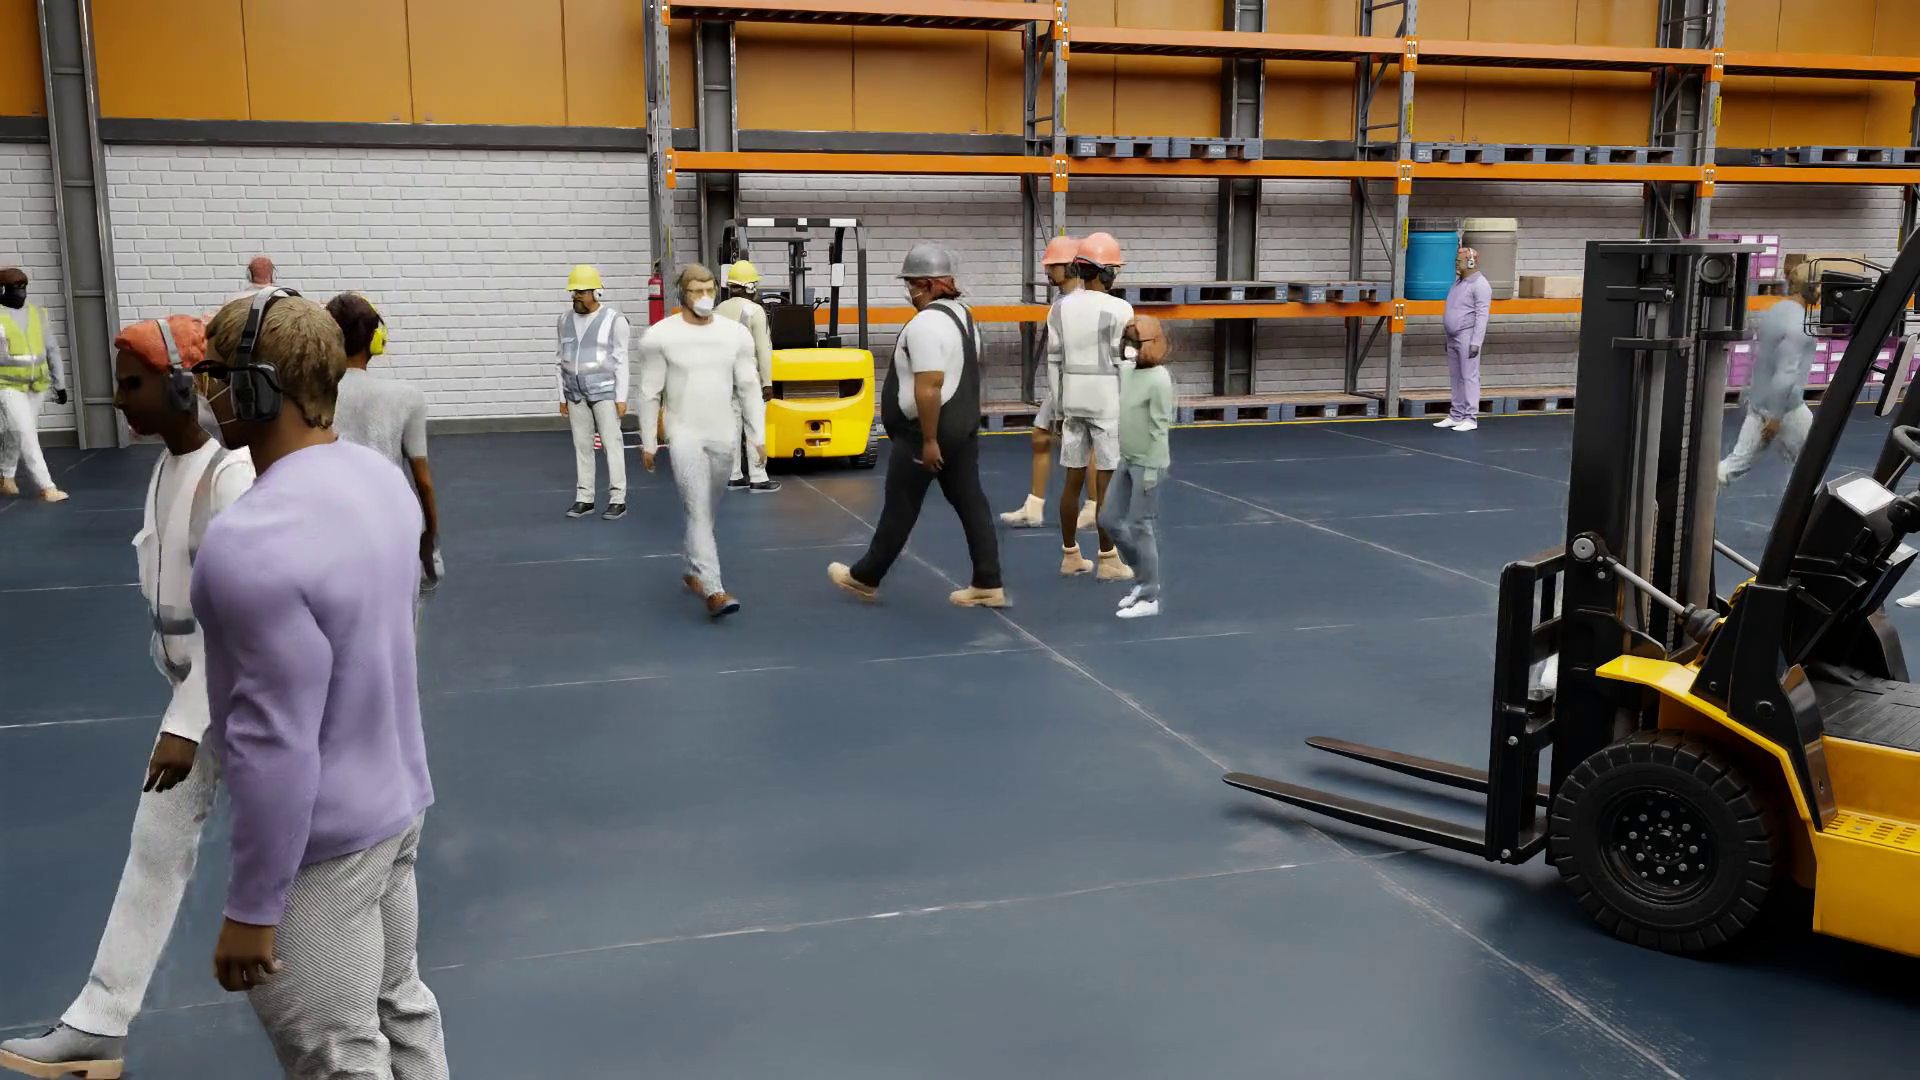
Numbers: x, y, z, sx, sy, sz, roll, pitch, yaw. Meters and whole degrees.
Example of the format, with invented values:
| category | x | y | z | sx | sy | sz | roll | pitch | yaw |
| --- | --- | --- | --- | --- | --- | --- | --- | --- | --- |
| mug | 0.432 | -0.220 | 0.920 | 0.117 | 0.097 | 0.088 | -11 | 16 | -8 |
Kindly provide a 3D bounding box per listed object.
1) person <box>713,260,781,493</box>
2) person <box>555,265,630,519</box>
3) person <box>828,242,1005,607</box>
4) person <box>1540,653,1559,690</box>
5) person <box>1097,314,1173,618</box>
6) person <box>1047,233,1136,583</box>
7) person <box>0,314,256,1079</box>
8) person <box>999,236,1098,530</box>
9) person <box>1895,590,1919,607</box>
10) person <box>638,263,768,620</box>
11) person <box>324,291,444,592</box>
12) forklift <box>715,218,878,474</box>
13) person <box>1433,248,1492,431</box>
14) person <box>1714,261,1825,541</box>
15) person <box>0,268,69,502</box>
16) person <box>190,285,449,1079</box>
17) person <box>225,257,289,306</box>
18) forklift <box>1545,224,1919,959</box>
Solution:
| category | x | y | z | sx | sy | sz | roll | pitch | yaw |
| --- | --- | --- | --- | --- | --- | --- | --- | --- | --- |
| person | -1.690 | -1.290 | 13.202 | 0.588 | 1.837 | 0.404 | 9 | 13 | 39 |
| person | -2.653 | -1.057 | 11.970 | 0.592 | 1.826 | 0.403 | 4 | 11 | 19 |
| person | -0.202 | -0.641 | 9.089 | 1.028 | 2.000 | 0.703 | 5 | 11 | 24 |
| person | 3.017 | -0.201 | 7.356 | 0.985 | 1.807 | 0.547 | -4 | 11 | -20 |
| person | 0.929 | -0.386 | 8.837 | 0.338 | 1.614 | 0.542 | -4 | 11 | -19 |
| person | 0.797 | -0.769 | 9.781 | 0.605 | 2.044 | 0.375 | 9 | 13 | 39 |
| person | -1.841 | 0.392 | 3.985 | 0.596 | 1.831 | 0.990 | 9 | 14 | 40 |
| person | 0.621 | -1.046 | 11.370 | 0.852 | 2.014 | 0.645 | -3 | 11 | -17 |
| person | 5.409 | -0.536 | 8.858 | 0.398 | 1.915 | 0.588 | -3 | 11 | -17 |
| person | -1.383 | -0.547 | 9.022 | 0.648 | 1.879 | 1.067 | -6 | 12 | -29 |
| person | -2.131 | 0.036 | 5.951 | 0.521 | 1.841 | 0.851 | -3 | 11 | -14 |
| forklift | -1.522 | -1.778 | 14.899 | 1.214 | 2.155 | 2.313 | -3 | 11 | -17 |
| person | 5.267 | -2.099 | 17.445 | 0.406 | 1.910 | 0.639 | -2 | 11 | -11 |
| person | 5.255 | -0.868 | 10.811 | 1.069 | 1.887 | 0.616 | 1 | 10 | 4 |
| person | -7.315 | -1.210 | 12.911 | 0.971 | 1.797 | 0.630 | 5 | 12 | 27 |
| person | -1.133 | 0.530 | 2.944 | 0.371 | 1.941 | 0.627 | 0 | 10 | 0 |
| person | -5.809 | -1.433 | 13.940 | 0.661 | 1.862 | 0.985 | -5 | 12 | -27 |
| forklift | 2.909 | 0.117 | 4.508 | 2.313 | 2.155 | 1.214 | 9 | 14 | 40 |
